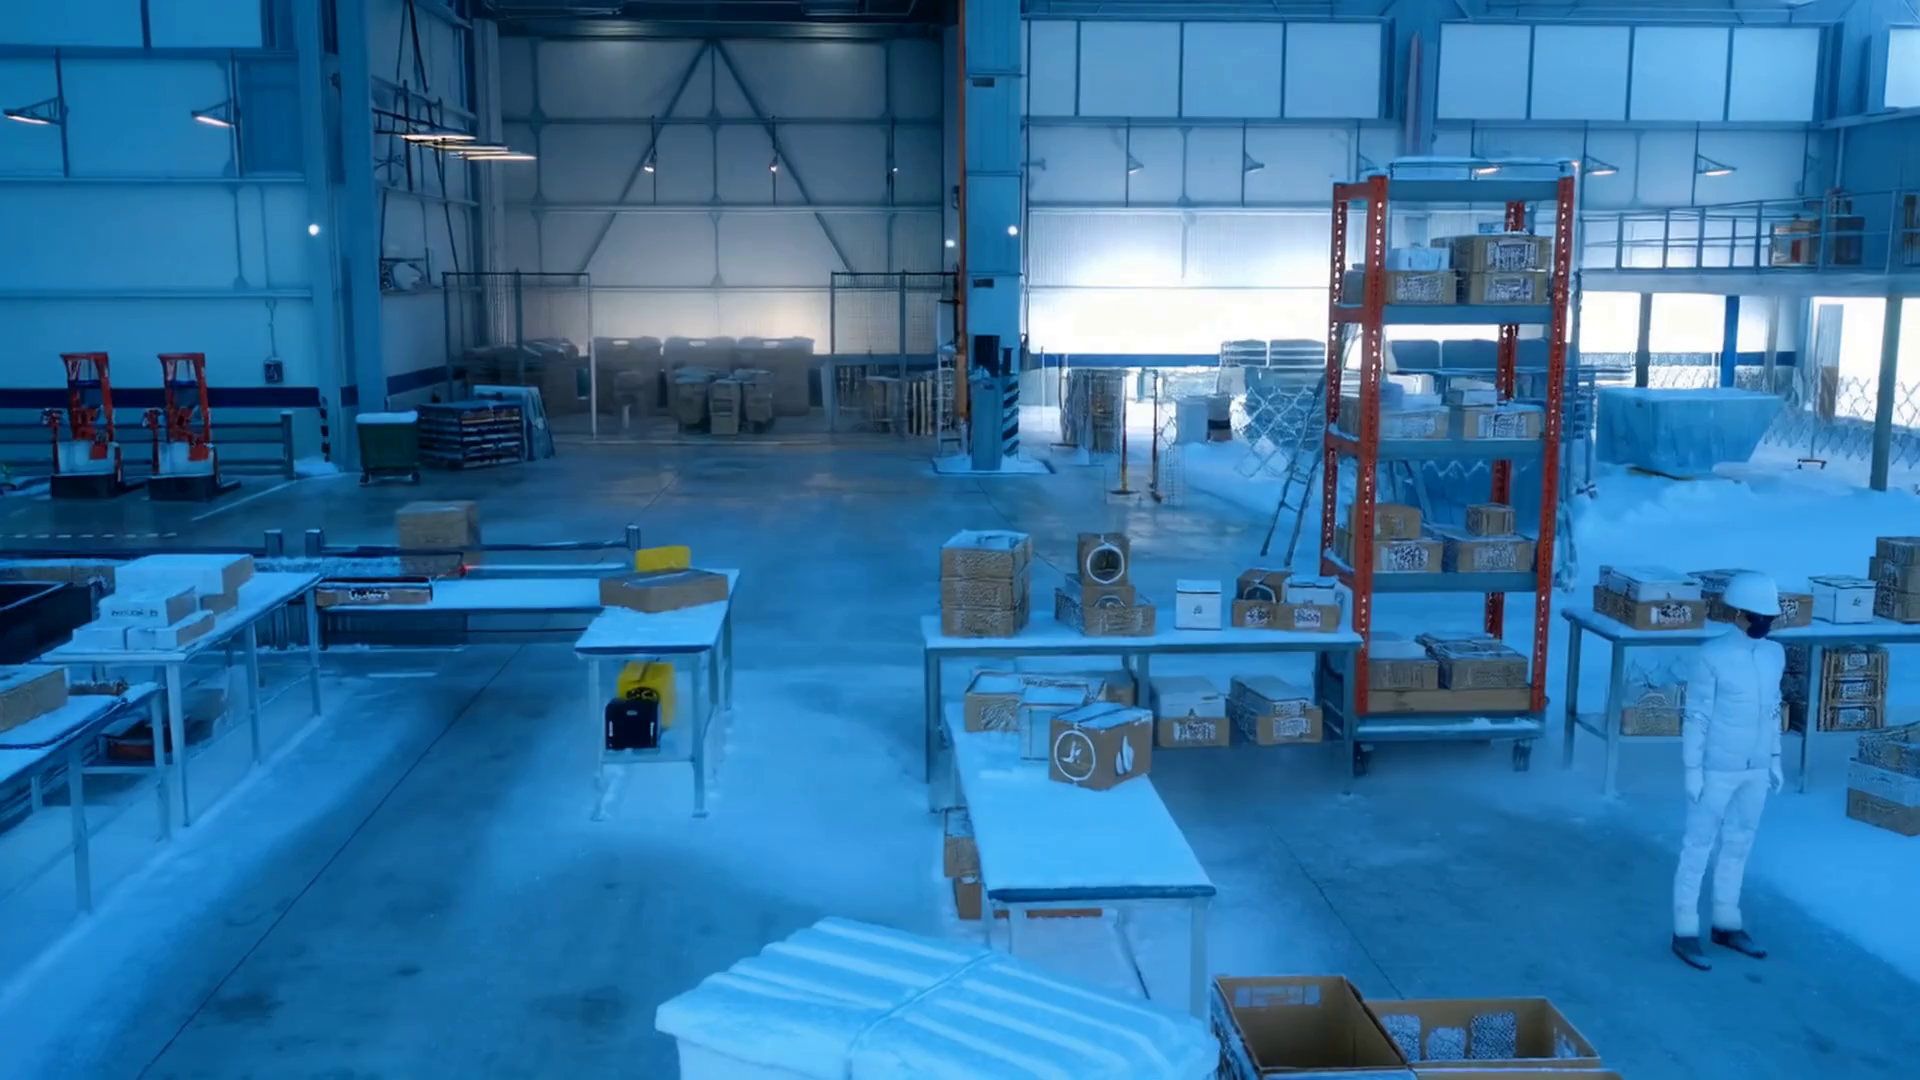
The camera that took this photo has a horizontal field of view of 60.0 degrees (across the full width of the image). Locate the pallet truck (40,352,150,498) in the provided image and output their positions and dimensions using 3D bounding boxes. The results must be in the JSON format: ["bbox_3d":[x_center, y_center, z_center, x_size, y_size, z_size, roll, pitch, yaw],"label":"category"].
[{"bbox_3d":[-11.907,-1.642,23.165,0.823,1.965,1.885,0,9,0],"label":"pallet truck"}]

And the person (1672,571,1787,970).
[{"bbox_3d":[3.406,1.000,7.301,0.533,1.765,0.326,-3,10,-21],"label":"person"}]

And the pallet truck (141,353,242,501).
[{"bbox_3d":[-10.520,-1.604,22.925,0.823,1.965,1.885,-1,9,-6],"label":"pallet truck"}]

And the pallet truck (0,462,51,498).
[{"bbox_3d":[-13.193,-1.293,23.148,0.653,1.274,1.630,-1,9,-4],"label":"pallet truck"}]
